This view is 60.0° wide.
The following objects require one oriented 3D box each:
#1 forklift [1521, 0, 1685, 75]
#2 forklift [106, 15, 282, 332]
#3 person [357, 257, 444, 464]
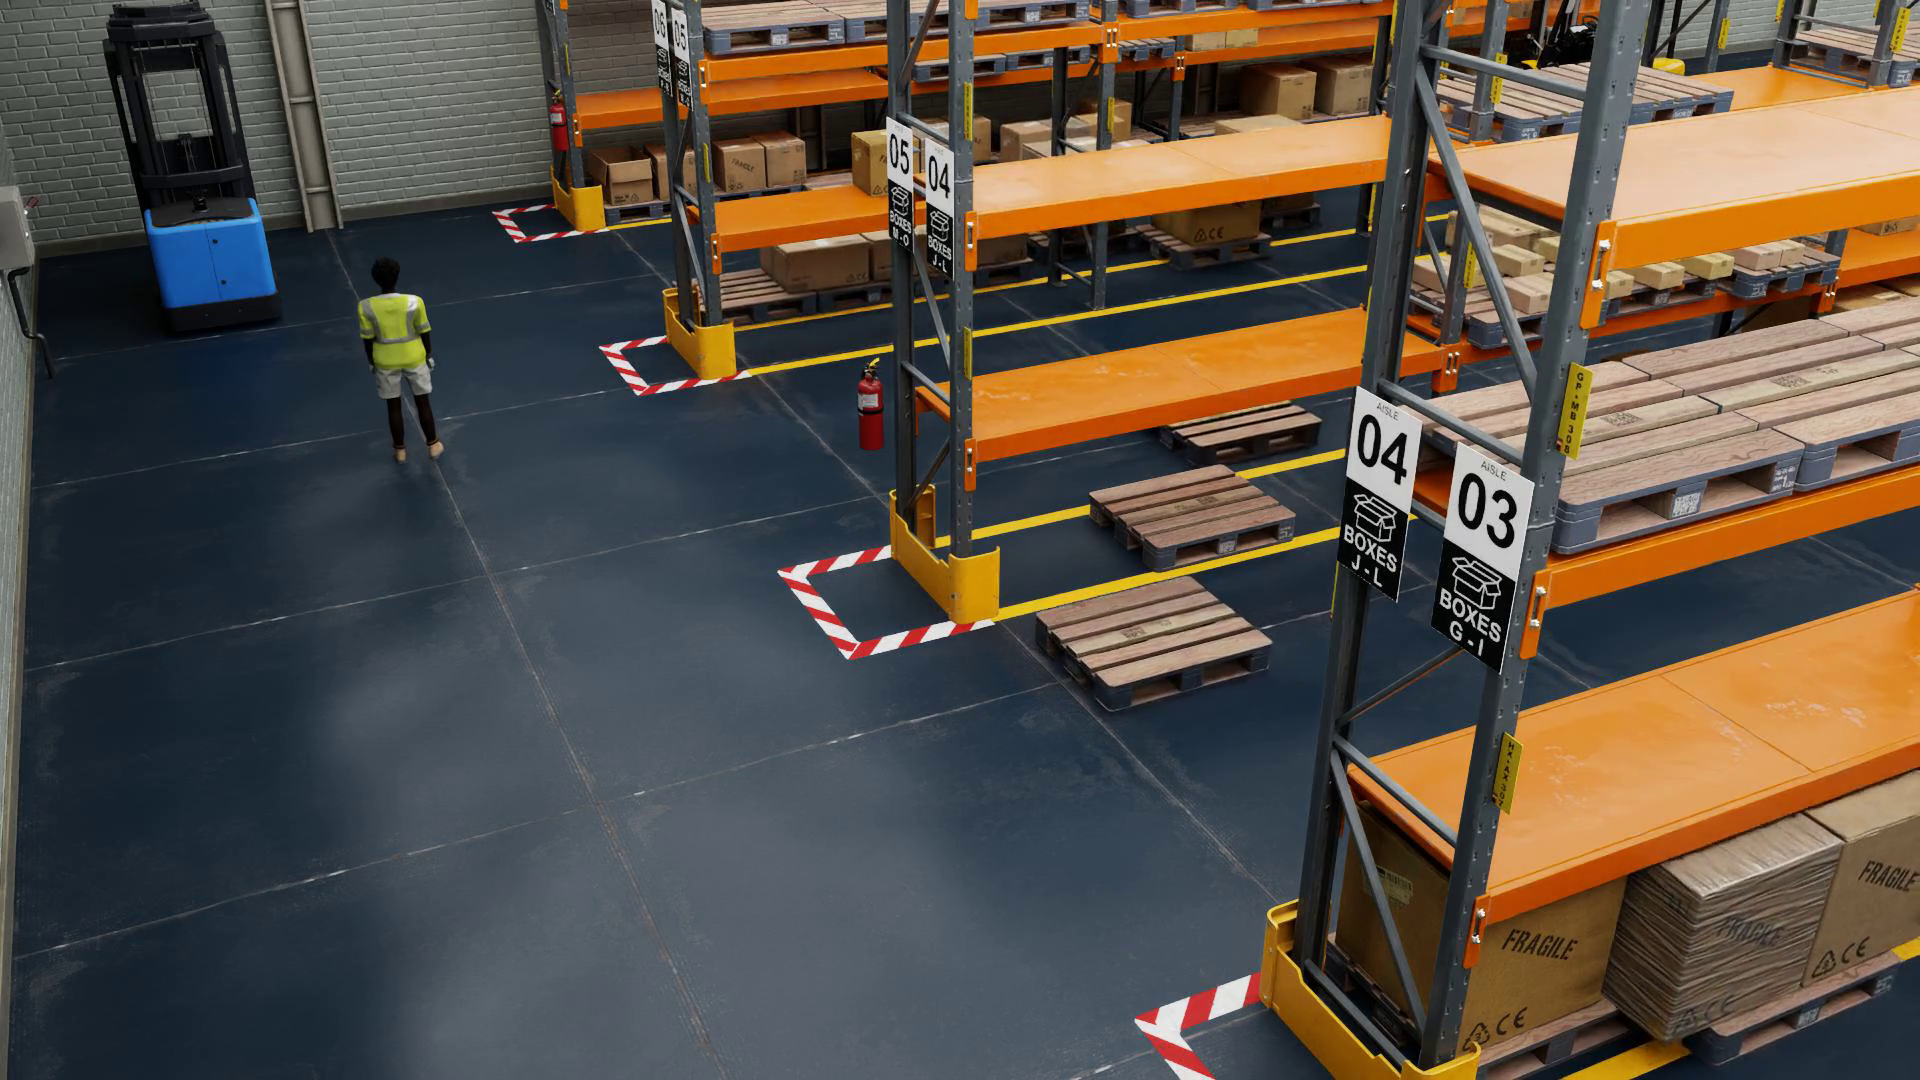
[{"bbox_3d":[8.950,-6.807,23.056,1.214,2.155,2.313,-12,30,-22],"label":"forklift"},{"bbox_3d":[-7.548,-3.672,16.323,1.129,2.768,1.873,-12,30,-22],"label":"forklift"},{"bbox_3d":[-4.468,-1.428,13.283,0.538,1.695,0.318,-7,28,-14],"label":"person"}]
